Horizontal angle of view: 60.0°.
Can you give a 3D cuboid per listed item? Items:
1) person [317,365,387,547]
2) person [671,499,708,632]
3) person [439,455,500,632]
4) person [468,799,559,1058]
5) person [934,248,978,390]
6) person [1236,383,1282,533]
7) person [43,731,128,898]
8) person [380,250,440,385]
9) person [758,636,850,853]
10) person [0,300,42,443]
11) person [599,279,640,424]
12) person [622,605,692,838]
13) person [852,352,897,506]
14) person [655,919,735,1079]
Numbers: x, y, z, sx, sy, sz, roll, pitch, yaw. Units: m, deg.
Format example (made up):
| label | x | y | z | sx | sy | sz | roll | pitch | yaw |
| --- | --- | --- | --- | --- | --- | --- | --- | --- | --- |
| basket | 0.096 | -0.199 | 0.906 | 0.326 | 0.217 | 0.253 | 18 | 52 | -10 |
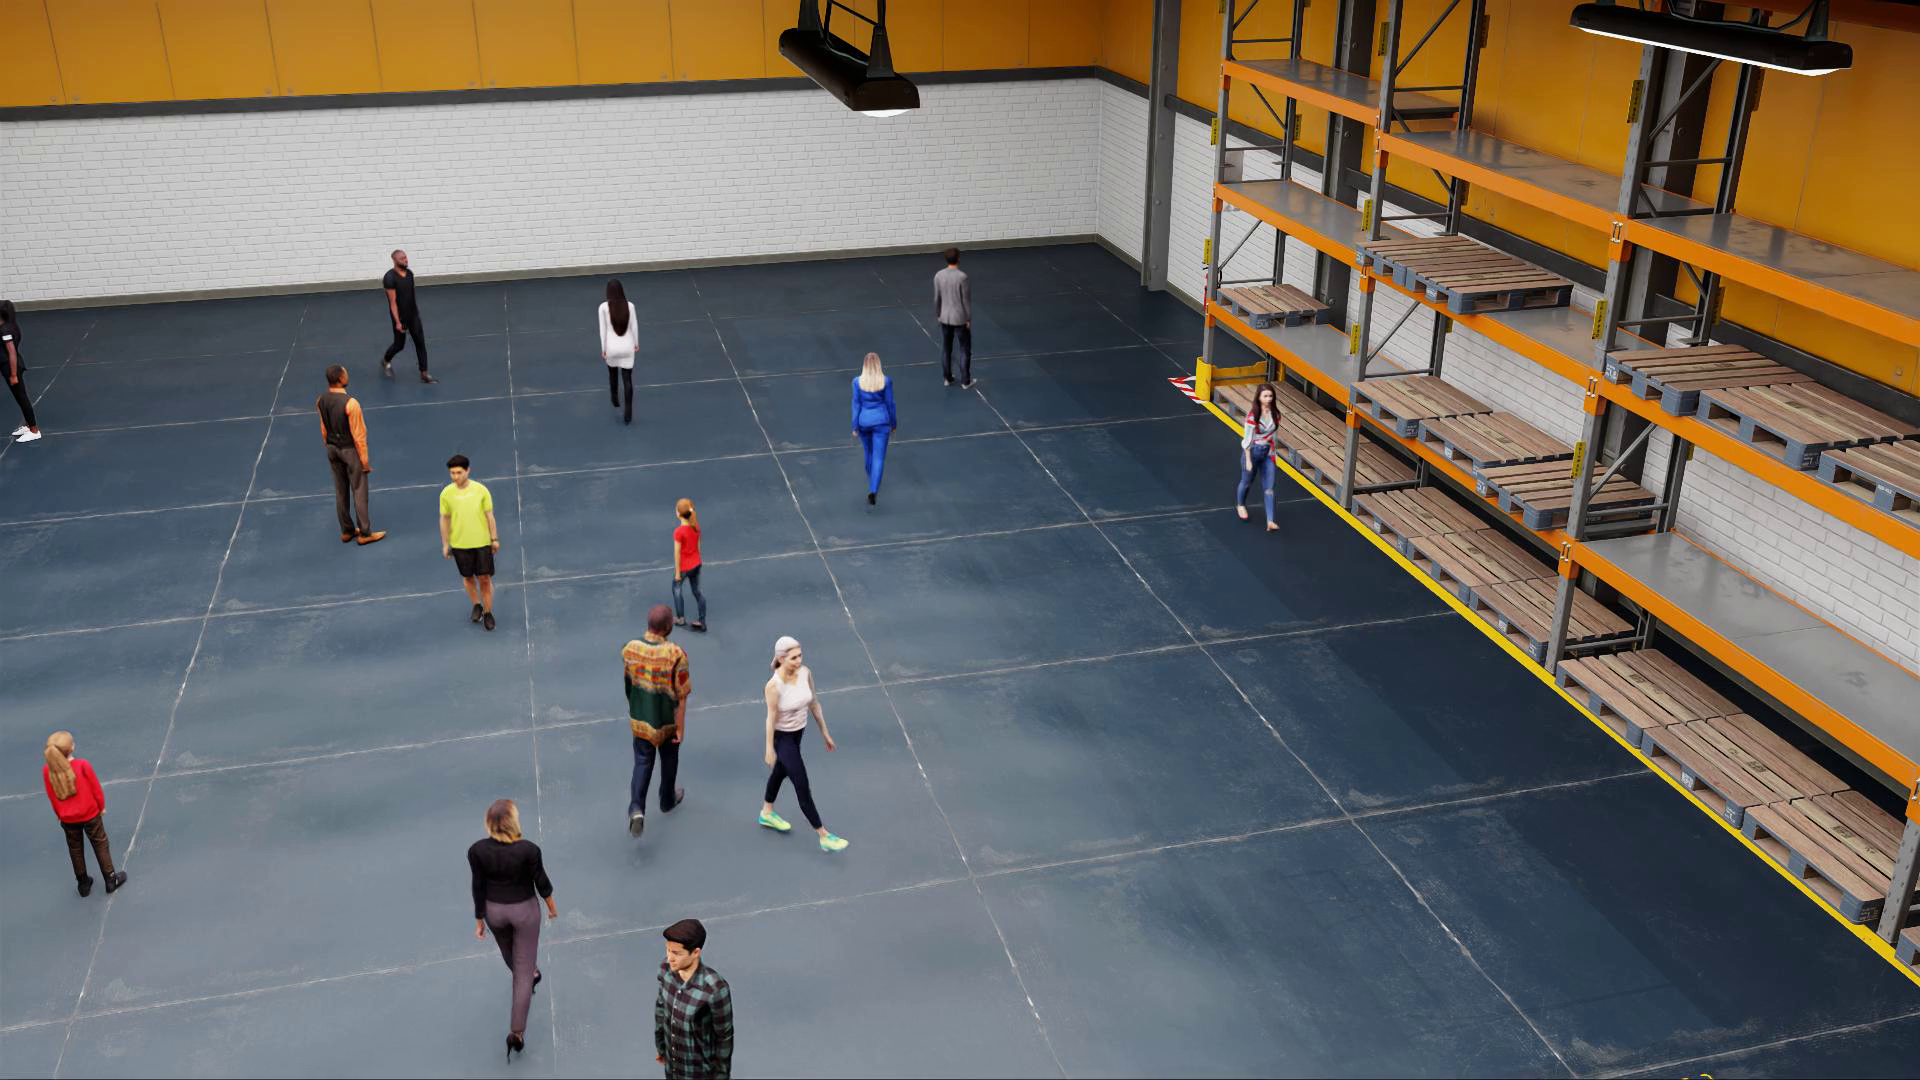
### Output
| label | x | y | z | sx | sy | sz | roll | pitch | yaw |
| --- | --- | --- | --- | --- | --- | --- | --- | --- | --- |
| person | -6.361 | -0.886 | 17.238 | 0.785 | 1.908 | 0.828 | 11 | 26 | 24 |
| person | -2.463 | 0.260 | 15.384 | 0.753 | 1.292 | 0.675 | 18 | 30 | 36 |
| person | -4.569 | -0.025 | 15.545 | 0.686 | 1.686 | 0.803 | -4 | 24 | -9 |
| person | -2.734 | 2.383 | 10.111 | 0.802 | 1.625 | 1.095 | 1 | 24 | 2 |
| person | -0.087 | -2.919 | 21.933 | 0.825 | 1.872 | 0.880 | 13 | 27 | 27 |
| person | 3.141 | -0.906 | 17.707 | 0.636 | 1.569 | 1.056 | -5 | 24 | -11 |
| person | -6.163 | 1.905 | 11.636 | 0.508 | 1.280 | 0.518 | -4 | 24 | -8 |
| person | -7.451 | -2.947 | 22.106 | 1.233 | 1.786 | 1.154 | 14 | 27 | 29 |
| person | -1.330 | 1.449 | 12.201 | 1.174 | 1.664 | 1.084 | 14 | 27 | 29 |
| person | -11.476 | -2.058 | 20.142 | 0.740 | 1.729 | 0.597 | -15 | 28 | -31 |
| person | -4.228 | -2.321 | 20.694 | 0.621 | 1.768 | 1.039 | -7 | 24 | -15 |
| person | -2.269 | 1.355 | 12.276 | 0.946 | 1.776 | 1.164 | 4 | 24 | 8 |
| person | -0.952 | -1.195 | 18.245 | 0.912 | 1.668 | 1.221 | 3 | 24 | 6 |
| person | -1.452 | 2.767 | 8.976 | 0.722 | 1.715 | 0.778 | 15 | 28 | 31 |
